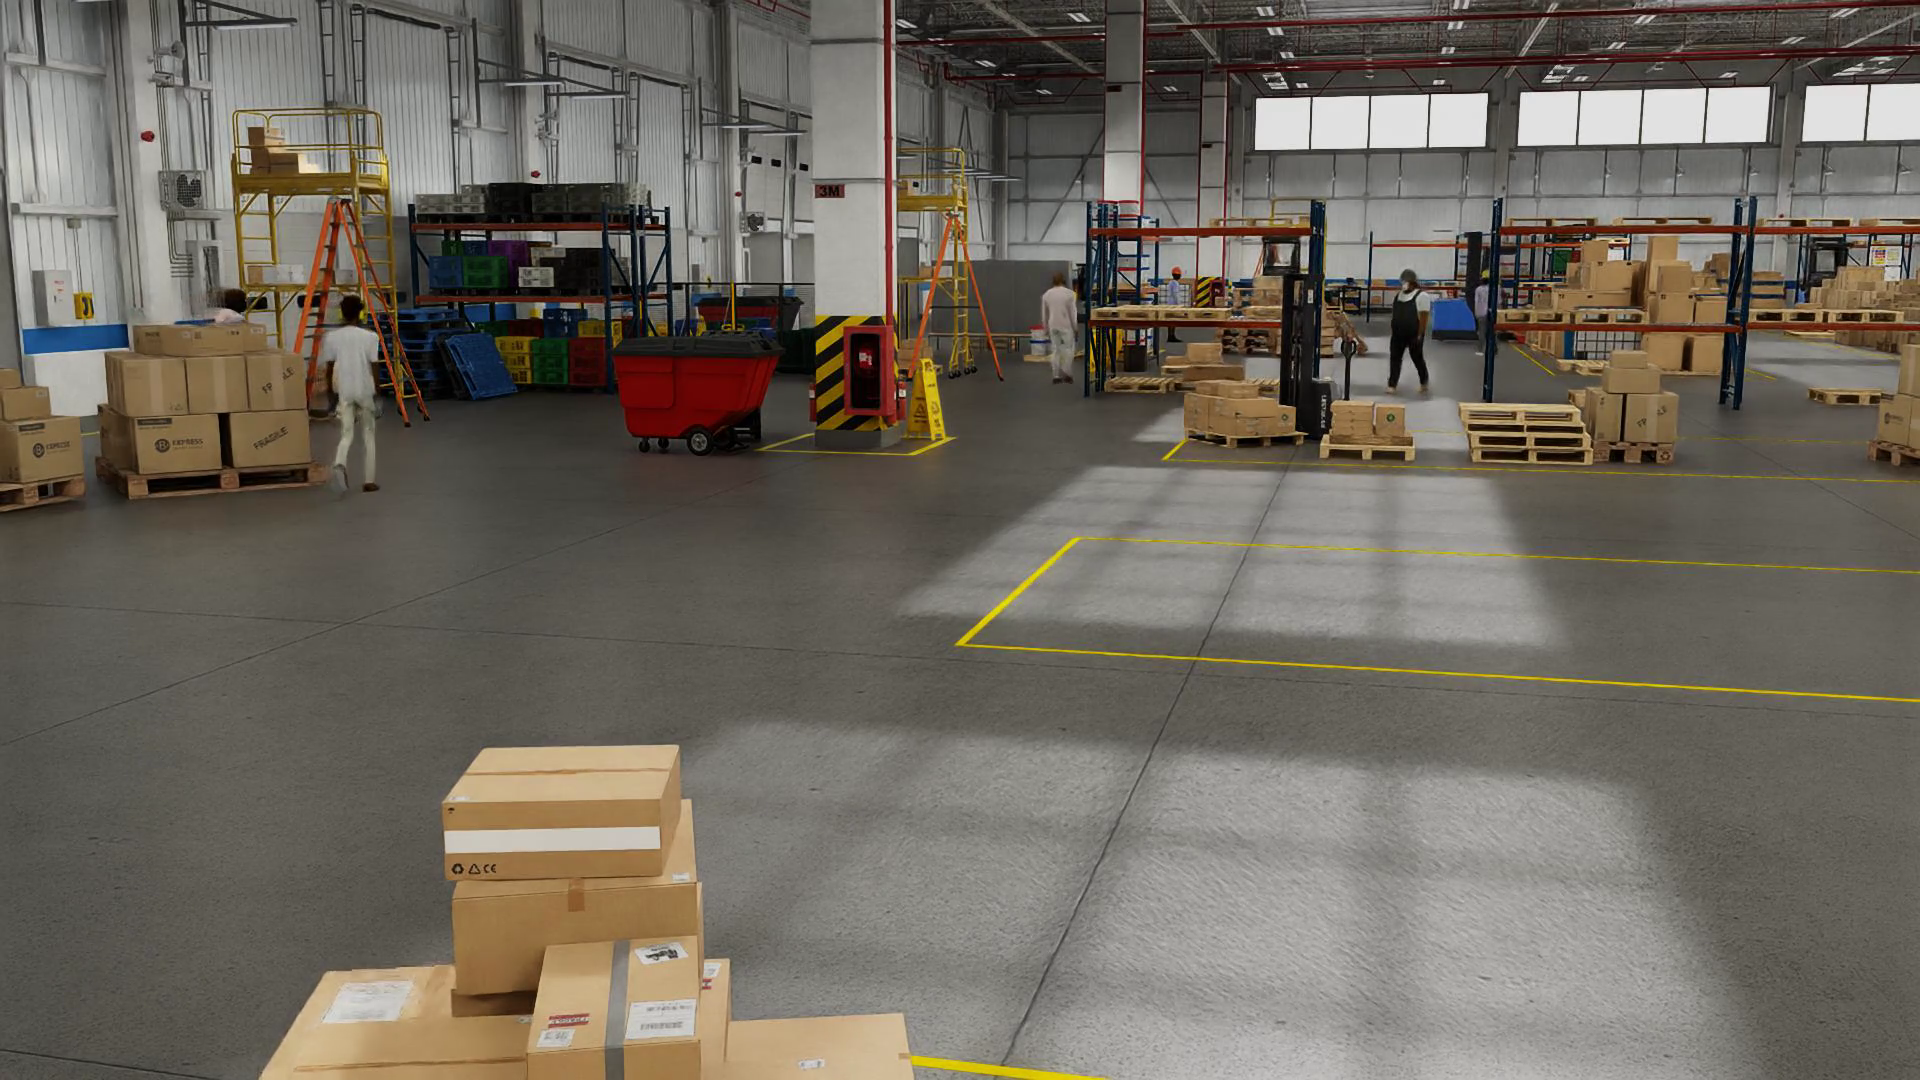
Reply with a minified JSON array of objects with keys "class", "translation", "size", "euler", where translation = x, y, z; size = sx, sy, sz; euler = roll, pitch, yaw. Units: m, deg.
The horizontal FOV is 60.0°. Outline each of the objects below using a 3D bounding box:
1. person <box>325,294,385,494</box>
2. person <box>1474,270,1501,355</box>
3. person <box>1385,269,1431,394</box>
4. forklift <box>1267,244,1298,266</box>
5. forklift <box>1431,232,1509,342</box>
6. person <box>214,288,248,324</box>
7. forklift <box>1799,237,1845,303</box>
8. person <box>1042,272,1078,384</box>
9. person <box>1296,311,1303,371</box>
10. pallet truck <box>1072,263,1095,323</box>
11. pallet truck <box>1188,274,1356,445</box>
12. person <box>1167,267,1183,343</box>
[{"class":"person","translation":[-5.533,-1.314,15.190],"size":[0.516,1.850,0.706],"euler":[0,10,-2]},{"class":"person","translation":[11.697,-5.030,36.873],"size":[0.609,1.911,0.623],"euler":[-1,10,-3]},{"class":"person","translation":[7.256,-3.382,26.785],"size":[0.675,2.000,0.936],"euler":[8,13,40]},{"class":"forklift","translation":[9.683,-7.749,50.031],"size":[1.129,2.768,1.873],"euler":[3,10,16]},{"class":"forklift","translation":[13.185,-6.527,42.836],"size":[1.873,2.768,1.129],"euler":[2,10,14]},{"class":"person","translation":[-8.127,-1.947,18.957],"size":[0.634,1.825,0.654],"euler":[-9,13,-42]},{"class":"forklift","translation":[27.473,-8.231,52.865],"size":[1.129,2.768,1.873],"euler":[2,10,14]},{"class":"person","translation":[1.734,-3.654,28.708],"size":[0.662,1.933,0.423],"euler":[5,11,27]},{"class":"person","translation":[6.629,-4.095,31.889],"size":[0.323,1.736,0.488],"euler":[6,12,33]},{"class":"pallet truck","translation":[4.325,-8.180,55.162],"size":[0.823,1.965,1.885],"euler":[6,11,31]},{"class":"pallet truck","translation":[3.653,-2.138,19.590],"size":[1.885,1.965,0.823],"euler":[-4,10,-20]},{"class":"person","translation":[5.535,-6.035,42.708],"size":[0.374,1.935,0.552],"euler":[-1,10,-8]}]
